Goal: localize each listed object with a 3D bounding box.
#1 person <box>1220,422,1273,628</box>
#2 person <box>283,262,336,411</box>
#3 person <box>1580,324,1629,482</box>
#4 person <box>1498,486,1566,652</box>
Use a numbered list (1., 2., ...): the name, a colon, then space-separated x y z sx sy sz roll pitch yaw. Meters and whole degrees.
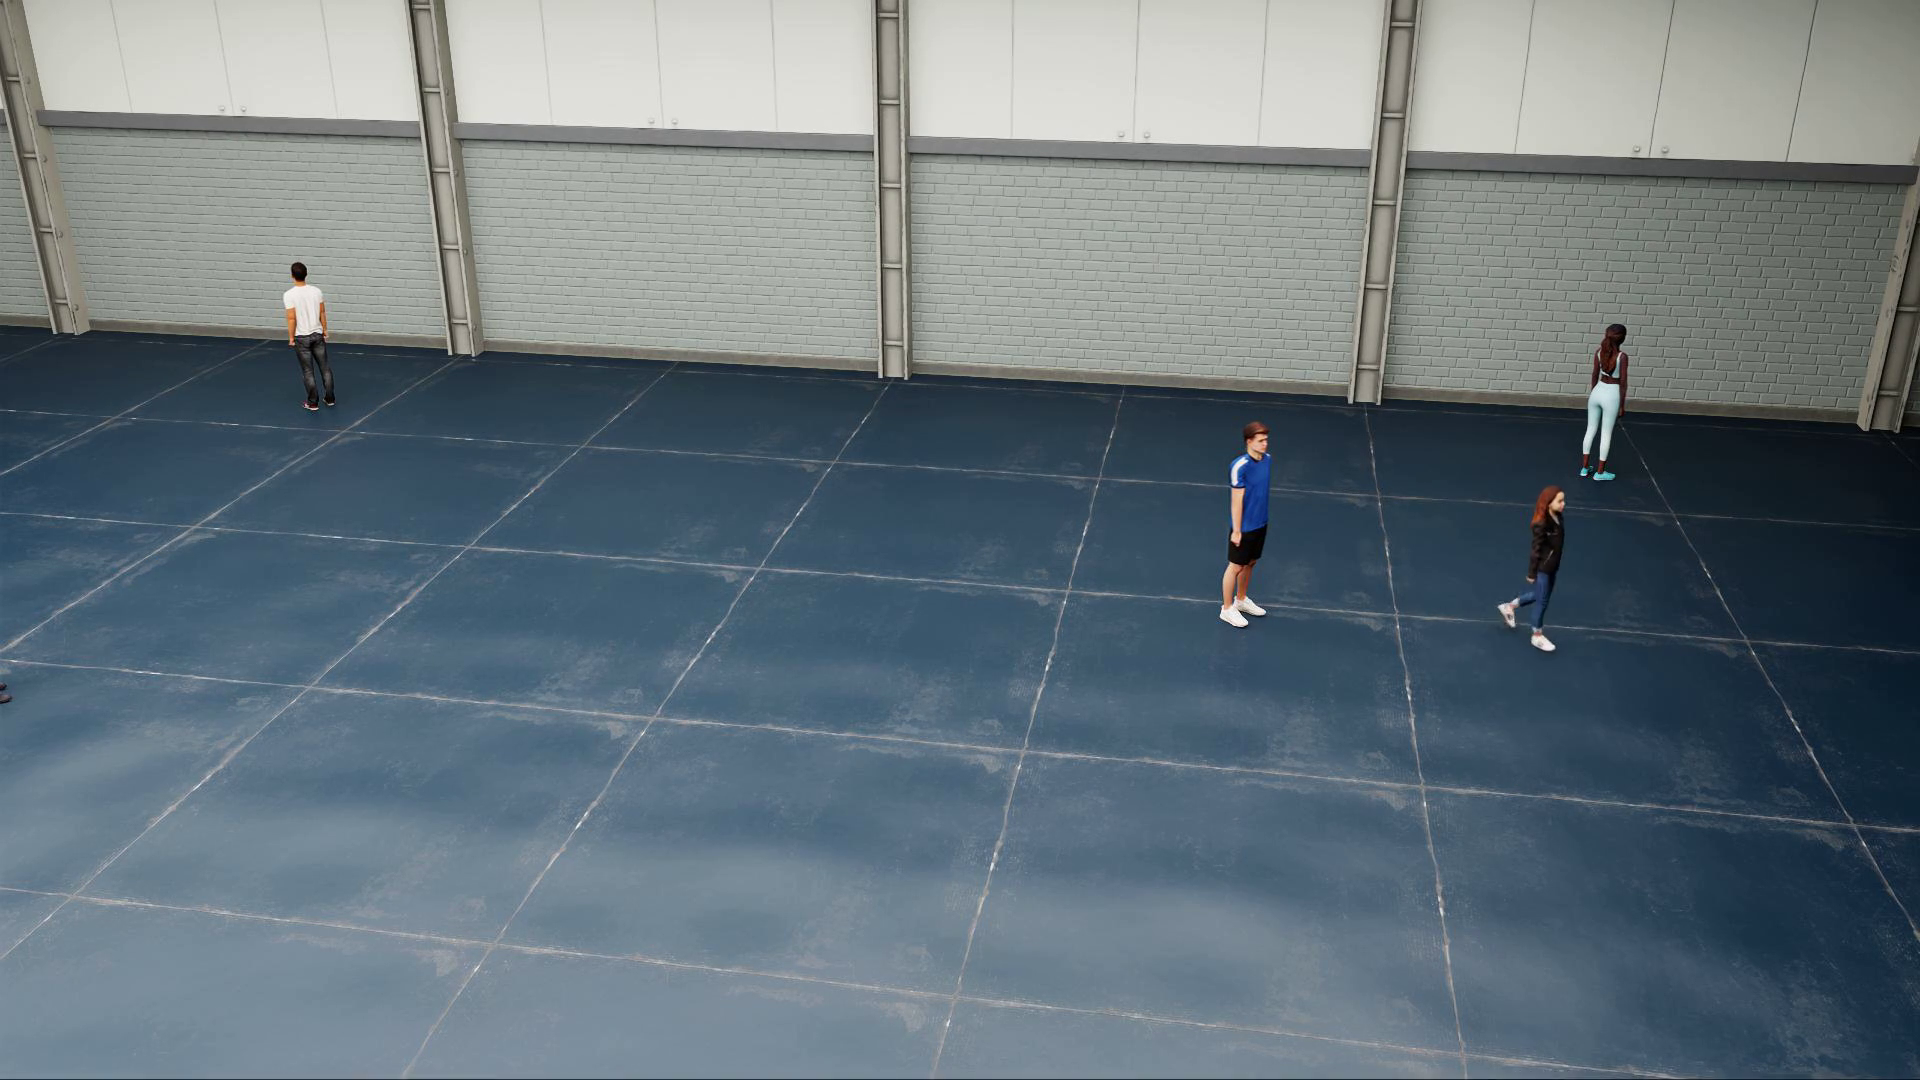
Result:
1. person: 2.552 -0.171 14.728 0.764 1.865 0.755 20 30 38
2. person: -7.939 -2.493 20.266 0.727 1.803 0.721 20 30 39
3. person: 7.002 -1.507 18.049 0.712 1.724 0.649 -16 28 -32
4. person: 4.973 0.205 14.346 0.913 1.471 0.794 19 30 38
